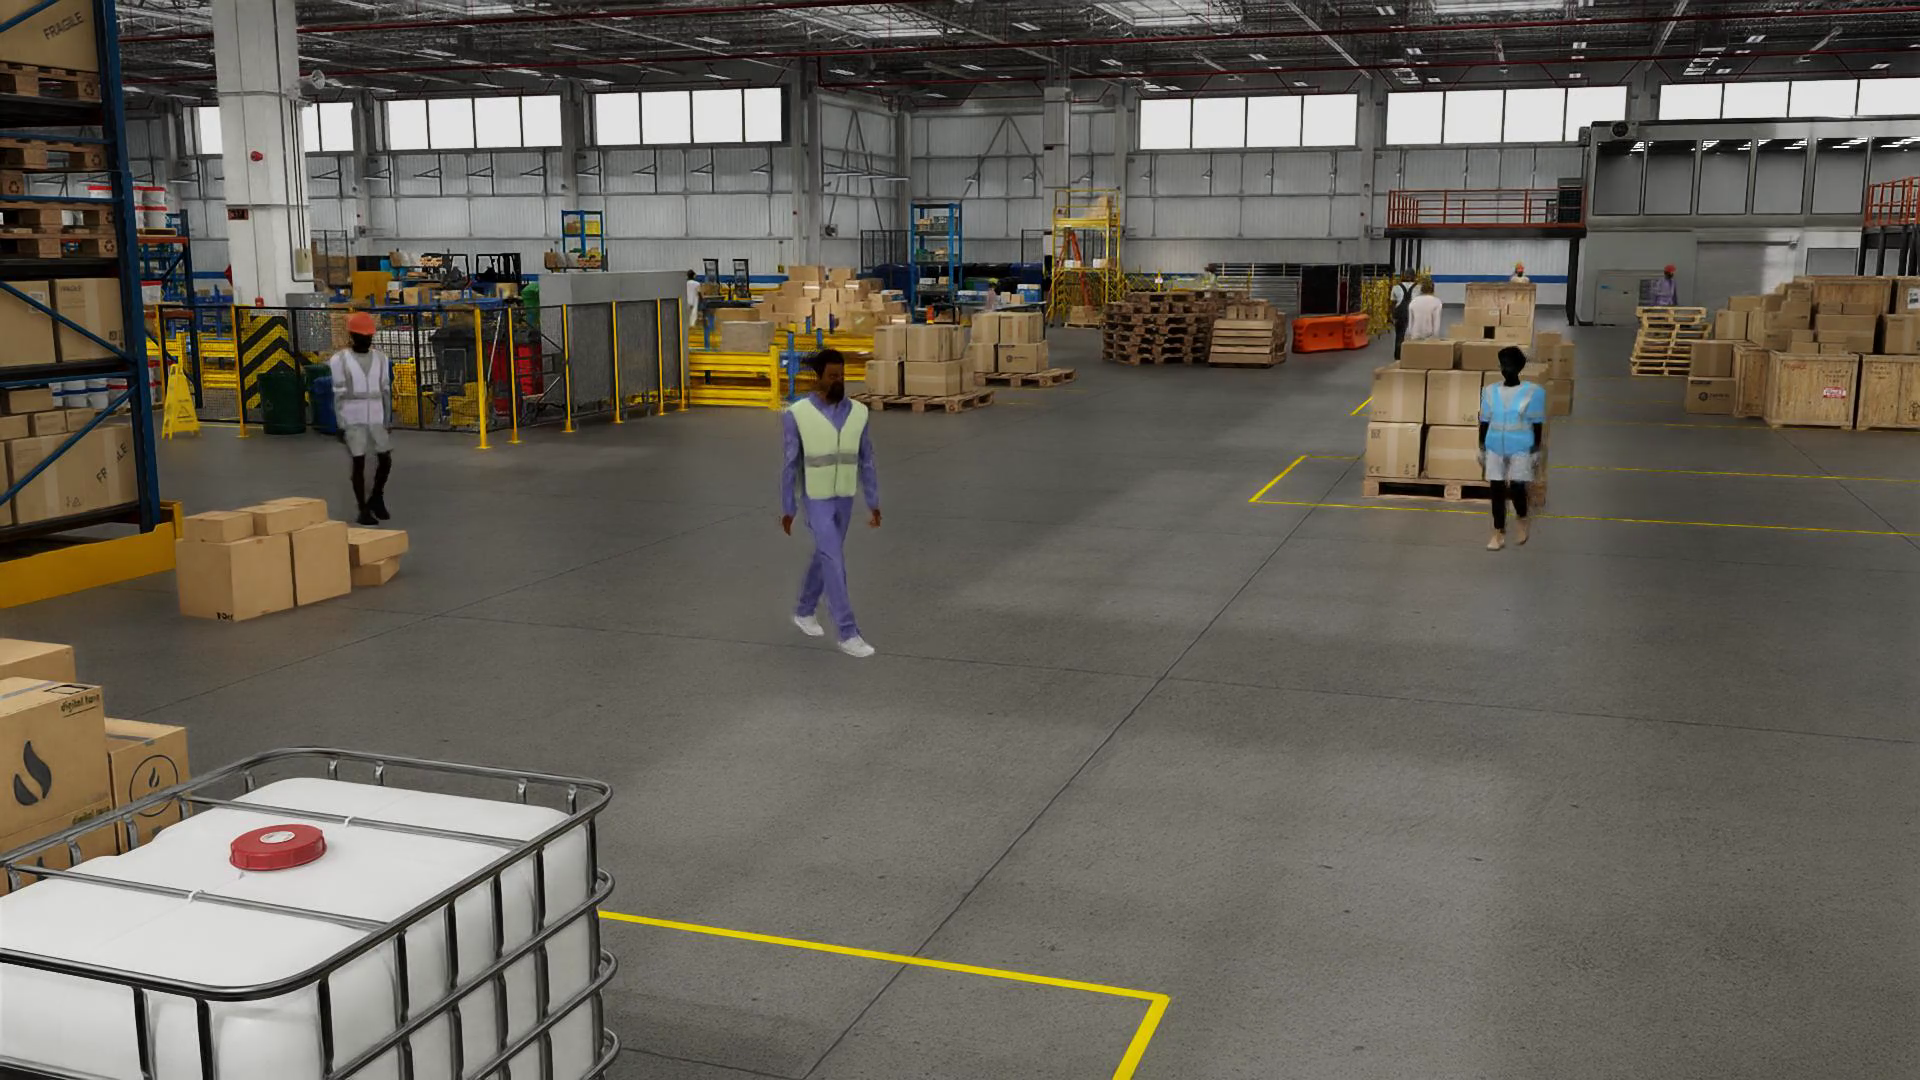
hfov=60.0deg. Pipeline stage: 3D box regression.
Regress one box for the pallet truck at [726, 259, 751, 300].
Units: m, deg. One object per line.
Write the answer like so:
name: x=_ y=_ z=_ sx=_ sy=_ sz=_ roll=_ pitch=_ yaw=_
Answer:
pallet truck: x=-7.986 y=-9.493 z=62.019 sx=0.823 sy=1.965 sz=1.885 roll=3 pitch=11 yaw=17

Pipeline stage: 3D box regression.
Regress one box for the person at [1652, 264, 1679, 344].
person: x=17.684 y=-5.852 z=41.478 sx=0.661 sy=2.005 sz=0.915 roll=-5 pitch=11 yaw=-27

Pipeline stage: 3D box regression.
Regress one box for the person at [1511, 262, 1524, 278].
person: x=19.620 y=-8.856 z=58.688 sx=0.594 sy=1.909 sz=0.590 roll=-5 pitch=11 yaw=-24

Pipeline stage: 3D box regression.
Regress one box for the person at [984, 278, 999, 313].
person: x=0.775 y=-5.262 z=38.940 sx=0.612 sy=1.731 sz=0.534 roll=-4 pitch=11 yaw=-22

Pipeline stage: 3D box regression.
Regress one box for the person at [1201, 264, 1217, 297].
person: x=8.556 y=-8.510 z=56.933 sx=0.600 sy=1.832 sz=0.663 roll=7 pitch=12 yaw=35

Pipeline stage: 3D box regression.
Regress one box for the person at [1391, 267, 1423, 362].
person: x=9.407 y=-4.710 z=34.960 sx=0.688 sy=2.000 sz=0.536 roll=3 pitch=11 yaw=18

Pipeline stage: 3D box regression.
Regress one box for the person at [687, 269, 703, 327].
person: x=-7.274 y=-6.423 z=45.173 sx=0.516 sy=1.840 sz=0.801 roll=3 pitch=10 yaw=14

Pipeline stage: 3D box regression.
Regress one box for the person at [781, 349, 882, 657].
person: x=-0.814 y=-0.260 z=10.397 sx=0.608 sy=1.874 sz=0.992 roll=-8 pitch=13 yaw=-37

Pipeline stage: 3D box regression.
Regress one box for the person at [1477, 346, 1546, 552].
person: x=4.467 y=-0.735 z=13.553 sx=0.550 sy=1.683 sz=0.366 roll=8 pitch=13 yaw=39

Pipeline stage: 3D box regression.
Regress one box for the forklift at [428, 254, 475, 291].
forklift: x=-20.133 y=-10.254 z=65.465 sx=1.157 sy=1.987 sz=2.680 roll=3 pitch=11 yaw=19

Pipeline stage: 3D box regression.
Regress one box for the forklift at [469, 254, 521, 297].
forklift: x=-17.990 y=-10.121 z=64.684 sx=1.157 sy=1.987 sz=2.680 roll=3 pitch=11 yaw=17

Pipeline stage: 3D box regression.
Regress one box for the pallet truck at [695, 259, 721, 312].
pallet truck: x=-9.165 y=-9.627 z=62.776 sx=0.823 sy=1.965 sz=1.885 roll=4 pitch=11 yaw=23

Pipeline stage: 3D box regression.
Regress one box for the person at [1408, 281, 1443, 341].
person: x=8.015 y=-3.511 z=28.668 sx=0.652 sy=1.878 sz=1.030 roll=9 pitch=13 yaw=41

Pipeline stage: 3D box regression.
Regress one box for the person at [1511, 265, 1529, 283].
person: x=16.948 y=-7.388 z=50.418 sx=0.550 sy=1.914 sz=0.829 roll=1 pitch=10 yaw=8

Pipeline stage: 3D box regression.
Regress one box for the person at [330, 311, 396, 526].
person: x=-5.309 y=-1.072 z=14.837 sx=0.551 sy=1.918 sz=0.410 roll=-9 pitch=13 yaw=-41
